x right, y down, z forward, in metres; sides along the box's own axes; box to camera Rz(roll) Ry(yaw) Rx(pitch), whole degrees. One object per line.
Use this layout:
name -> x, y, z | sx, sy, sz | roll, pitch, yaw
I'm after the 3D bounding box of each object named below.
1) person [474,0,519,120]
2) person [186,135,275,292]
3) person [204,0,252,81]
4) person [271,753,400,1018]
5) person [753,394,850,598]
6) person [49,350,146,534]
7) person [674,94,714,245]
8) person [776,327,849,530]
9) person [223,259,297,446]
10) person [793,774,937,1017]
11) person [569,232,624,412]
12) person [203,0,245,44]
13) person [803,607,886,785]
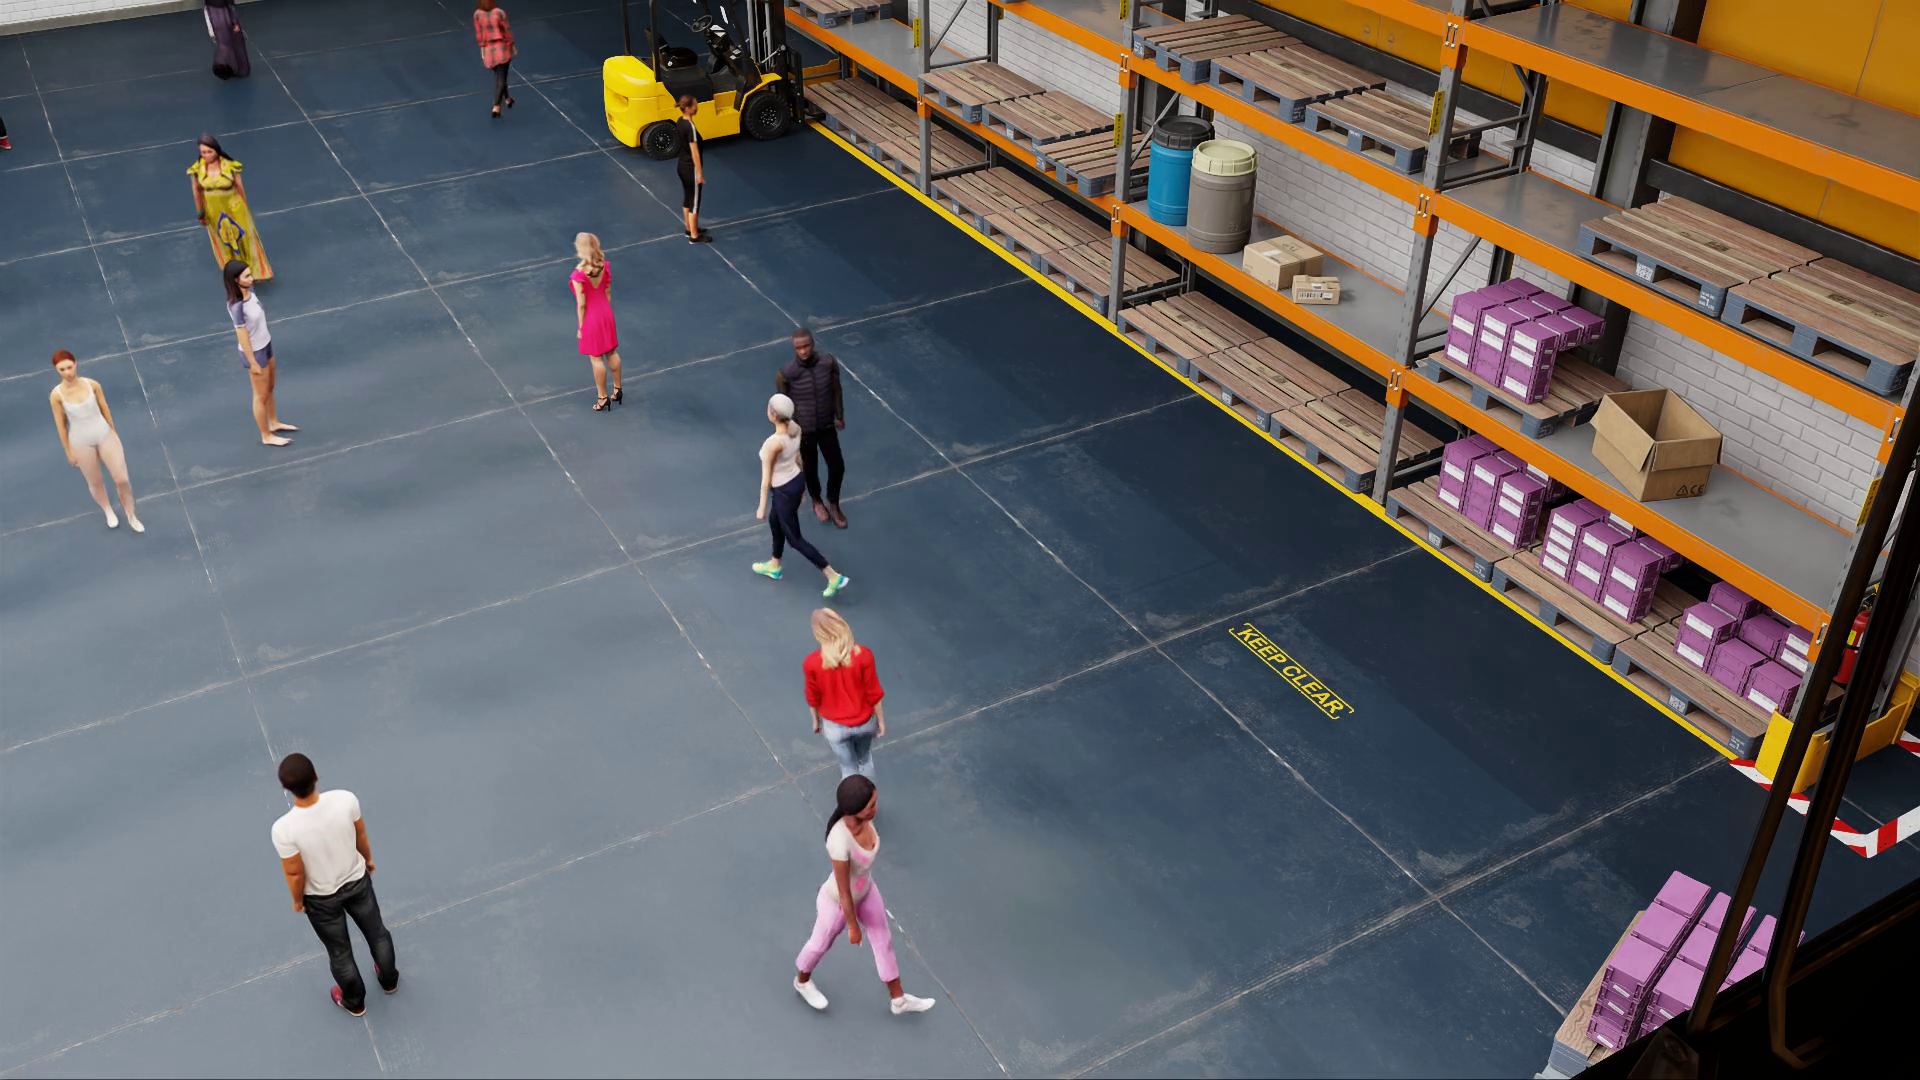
person -> -6.052, -6.308, 21.672 | 1.049, 1.665, 1.159 | 5, 34, 8
person -> -7.702, -3.474, 17.442 | 0.916, 1.628, 1.147 | -11, 35, -15
person -> -10.227, -7.159, 23.008 | 0.879, 1.604, 1.005 | 2, 34, 3
person -> -3.454, 1.902, 9.200 | 0.696, 1.799, 0.630 | -28, 43, -35
person -> -1.237, -0.295, 12.619 | 1.201, 1.672, 1.043 | 13, 36, 19
person -> -7.039, -0.825, 13.458 | 0.605, 1.626, 0.709 | -22, 40, -30
person -> -2.981, -4.101, 18.350 | 0.651, 1.668, 0.472 | -15, 36, -21
person -> -1.219, -0.951, 13.480 | 0.758, 1.812, 0.715 | -15, 37, -22
person -> -6.187, -1.660, 14.618 | 0.702, 1.733, 0.560 | -3, 34, -5
person -> -0.694, 1.960, 9.206 | 1.190, 1.695, 1.088 | 13, 36, 18
person -> -3.301, -1.990, 15.119 | 0.654, 1.727, 0.647 | 23, 40, 31
person -> -11.039, -8.232, 24.441 | 0.756, 1.804, 0.801 | 6, 34, 9
person -> -0.675, 1.179, 10.394 | 0.737, 1.681, 0.776 | -1, 34, -1
